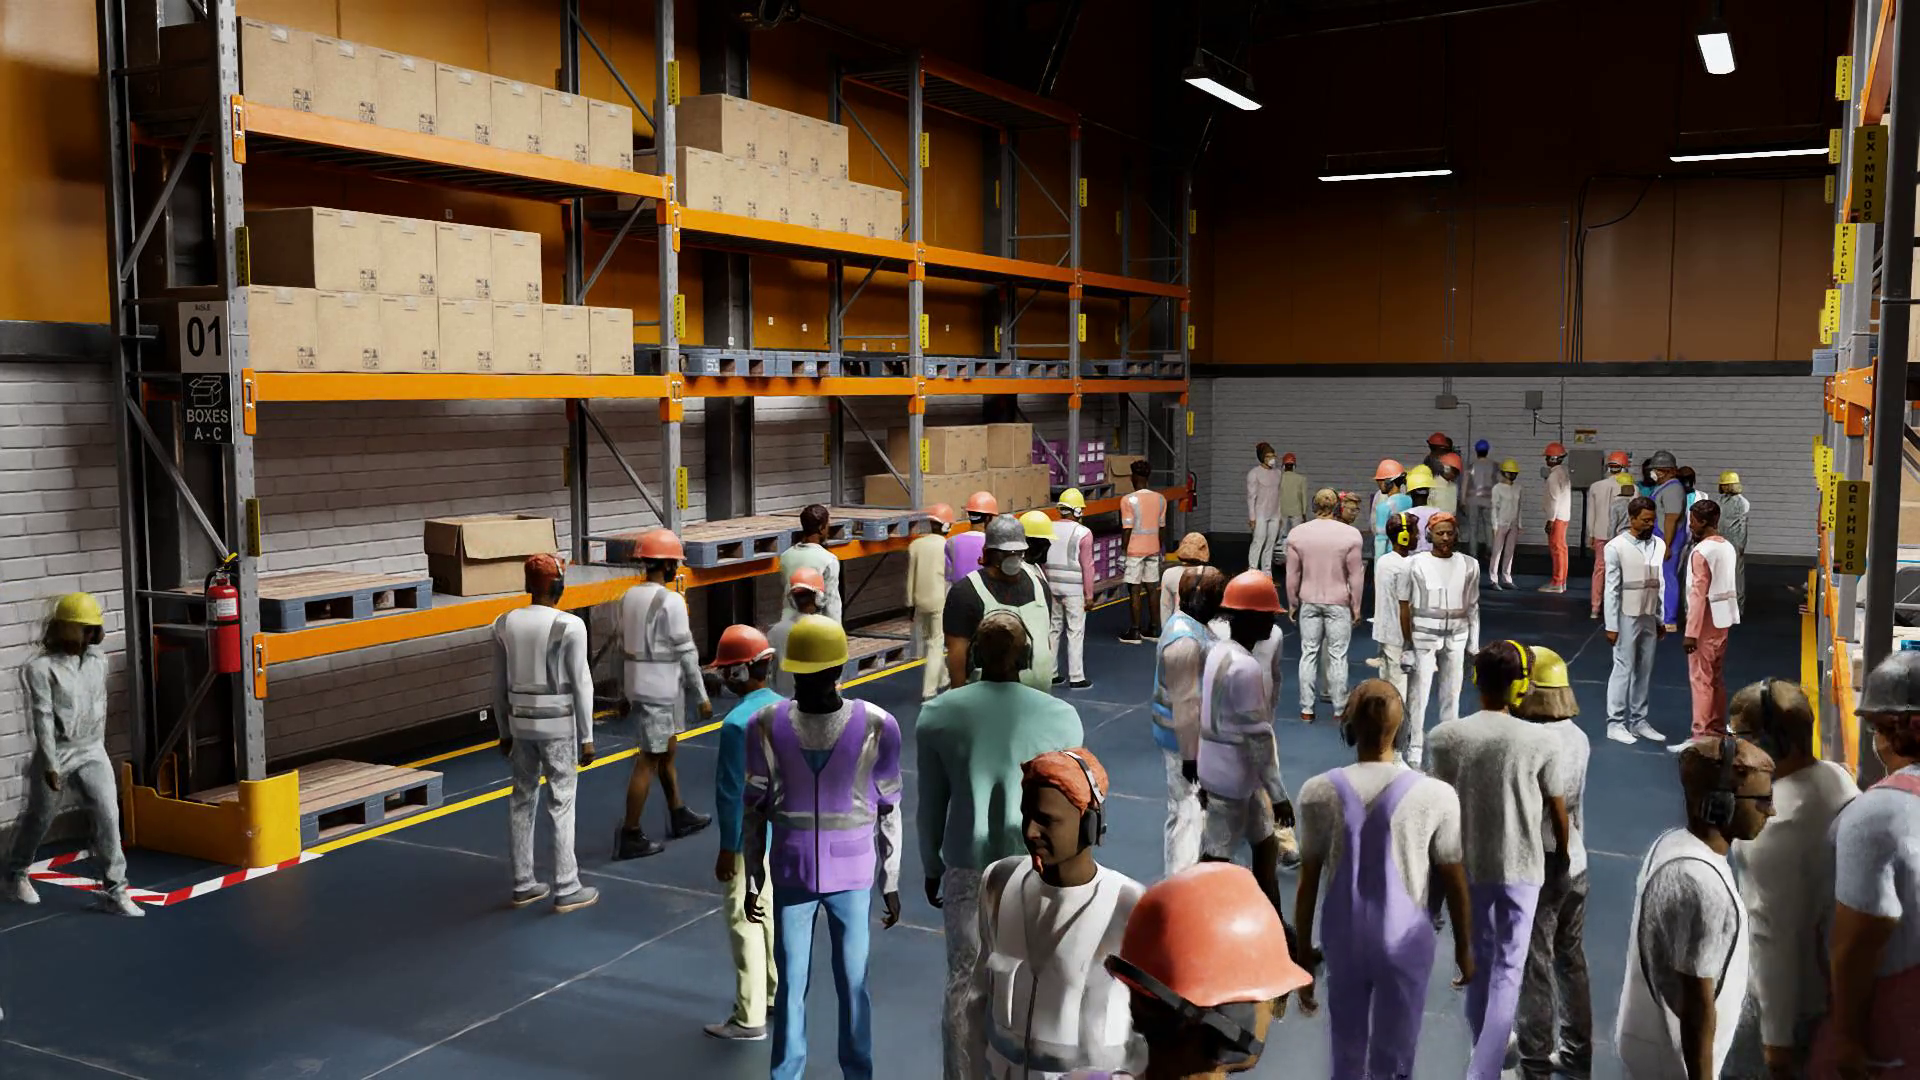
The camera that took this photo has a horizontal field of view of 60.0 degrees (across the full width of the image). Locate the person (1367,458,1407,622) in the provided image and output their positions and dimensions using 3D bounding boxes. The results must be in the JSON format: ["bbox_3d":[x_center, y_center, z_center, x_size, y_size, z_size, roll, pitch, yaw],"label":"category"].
[{"bbox_3d":[4.947,0.010,19.274,0.407,1.910,0.639,4,7,37],"label":"person"}]

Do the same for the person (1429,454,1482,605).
[{"bbox_3d":[5.859,-0.078,20.183,0.692,1.910,1.038,-3,6,-33],"label":"person"}]

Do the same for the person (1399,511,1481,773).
[{"bbox_3d":[3.348,0.738,11.588,0.611,1.884,0.351,0,5,-4],"label":"person"}]

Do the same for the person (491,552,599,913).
[{"bbox_3d":[-2.176,1.002,8.723,0.584,1.883,0.337,2,6,21],"label":"person"}]

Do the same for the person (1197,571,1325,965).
[{"bbox_3d":[1.378,1.097,7.615,0.899,1.899,0.556,0,5,2],"label":"person"}]

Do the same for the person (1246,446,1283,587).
[{"bbox_3d":[4.146,-0.312,22.570,0.637,1.938,0.355,-4,7,-38],"label":"person"}]

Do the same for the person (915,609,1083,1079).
[{"bbox_3d":[0.147,1.220,6.163,0.629,1.931,0.378,1,5,11],"label":"person"}]

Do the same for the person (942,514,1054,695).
[{"bbox_3d":[0.275,0.862,9.406,0.689,2.000,0.538,-3,6,-29],"label":"person"}]

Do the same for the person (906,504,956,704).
[{"bbox_3d":[-0.126,0.543,14.526,0.578,1.716,0.767,4,7,37],"label":"person"}]

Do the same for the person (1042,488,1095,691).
[{"bbox_3d":[0.985,0.446,15.061,0.591,1.823,0.404,5,7,43],"label":"person"}]

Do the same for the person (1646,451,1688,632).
[{"bbox_3d":[7.870,0.001,18.669,0.535,2.000,0.683,2,6,16],"label":"person"}]

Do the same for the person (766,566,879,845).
[{"bbox_3d":[-0.820,1.010,9.543,0.584,1.705,0.858,4,7,37],"label":"person"}]

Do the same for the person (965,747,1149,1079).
[{"bbox_3d":[0.245,1.437,4.059,0.573,1.883,0.356,4,7,36],"label":"person"}]

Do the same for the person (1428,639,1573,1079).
[{"bbox_3d":[2.035,1.266,6.324,0.496,1.813,1.007,4,6,34],"label":"person"}]

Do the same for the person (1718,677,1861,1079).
[{"bbox_3d":[2.557,1.357,4.904,0.648,1.898,0.931,-4,7,-38],"label":"person"}]

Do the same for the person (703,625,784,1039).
[{"bbox_3d":[-0.899,1.227,7.094,0.351,1.738,0.575,2,6,16],"label":"person"}]

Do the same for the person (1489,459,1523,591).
[{"bbox_3d":[7.331,-0.197,22.259,0.531,1.767,0.328,-3,6,-27],"label":"person"}]

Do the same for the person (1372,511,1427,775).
[{"bbox_3d":[3.078,0.732,11.710,0.335,1.873,0.520,-1,5,-6],"label":"person"}]

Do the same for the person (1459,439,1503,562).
[{"bbox_3d":[8.003,-0.582,25.527,0.648,1.926,0.457,1,5,10],"label":"person"}]

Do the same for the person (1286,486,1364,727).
[{"bbox_3d":[2.947,0.537,13.442,0.627,1.941,0.374,3,6,26],"label":"person"}]

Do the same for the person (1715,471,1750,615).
[{"bbox_3d":[9.199,0.037,19.919,0.323,1.737,0.486,-2,6,-22],"label":"person"}]

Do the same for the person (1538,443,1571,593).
[{"bbox_3d":[7.909,-0.297,22.111,0.394,1.994,0.612,4,6,34],"label":"person"}]

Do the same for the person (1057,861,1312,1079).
[{"bbox_3d":[0.442,1.501,2.692,0.995,2.002,0.643,-4,7,-36],"label":"person"}]

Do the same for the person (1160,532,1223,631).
[{"bbox_3d":[1.775,0.756,12.709,0.509,1.632,0.269,3,6,32],"label":"person"}]

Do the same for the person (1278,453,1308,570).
[{"bbox_3d":[4.885,-0.420,24.718,0.563,1.753,0.327,0,5,3],"label":"person"}]

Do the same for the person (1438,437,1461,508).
[{"bbox_3d":[7.713,-0.681,26.548,0.362,1.938,0.631,-4,7,-37],"label":"person"}]

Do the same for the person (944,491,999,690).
[{"bbox_3d":[0.143,0.582,13.066,0.548,1.924,0.387,3,6,27],"label":"person"}]

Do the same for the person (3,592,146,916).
[{"bbox_3d":[-4.681,1.108,8.688,0.907,1.696,0.473,3,6,27],"label":"person"}]

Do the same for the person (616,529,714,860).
[{"bbox_3d":[-1.708,0.892,9.841,0.887,1.901,0.570,-5,7,-42],"label":"person"}]

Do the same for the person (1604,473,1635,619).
[{"bbox_3d":[7.747,0.086,19.396,0.487,1.738,0.321,-1,5,-12],"label":"person"}]

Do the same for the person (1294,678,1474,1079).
[{"bbox_3d":[1.396,1.349,5.474,0.537,1.793,0.967,3,6,26],"label":"person"}]

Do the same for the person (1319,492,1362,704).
[{"bbox_3d":[3.270,0.496,14.412,0.391,1.836,0.567,2,6,20],"label":"person"}]

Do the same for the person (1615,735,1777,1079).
[{"bbox_3d":[1.959,1.429,4.501,0.446,1.825,0.545,2,6,18],"label":"person"}]

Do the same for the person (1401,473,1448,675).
[{"bbox_3d":[4.368,0.327,15.823,0.585,1.917,0.381,-2,6,-19],"label":"person"}]

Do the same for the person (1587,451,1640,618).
[{"bbox_3d":[7.678,-0.049,19.509,0.618,1.986,0.408,5,7,43],"label":"person"}]

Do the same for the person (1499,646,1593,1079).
[{"bbox_3d":[2.269,1.283,6.525,0.485,1.735,0.358,-4,7,-36],"label":"person"}]

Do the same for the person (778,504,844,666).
[{"bbox_3d":[-1.069,0.703,11.816,0.386,1.911,0.592,-5,7,-44],"label":"person"}]

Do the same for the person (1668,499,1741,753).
[{"bbox_3d":[5.592,0.651,12.412,0.398,1.908,0.599,5,7,43],"label":"person"}]

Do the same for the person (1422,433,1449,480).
[{"bbox_3d":[7.253,-0.621,25.422,0.407,2.035,0.611,3,6,26],"label":"person"}]

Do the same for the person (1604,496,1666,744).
[{"bbox_3d":[5.202,0.610,12.839,0.599,1.909,0.401,-3,6,-28],"label":"person"}]

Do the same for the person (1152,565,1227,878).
[{"bbox_3d":[1.210,1.043,8.549,0.429,1.838,0.625,1,5,14],"label":"person"}]

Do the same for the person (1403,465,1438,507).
[{"bbox_3d":[4.960,0.154,17.749,0.601,1.895,0.807,-3,6,-30],"label":"person"}]

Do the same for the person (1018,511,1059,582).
[{"bbox_3d":[0.464,0.762,11.153,0.389,1.919,0.589,2,6,18],"label":"person"}]

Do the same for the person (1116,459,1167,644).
[{"bbox_3d":[1.926,0.122,17.755,0.617,1.964,0.361,-4,7,-35],"label":"person"}]

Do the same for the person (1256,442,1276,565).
[{"bbox_3d":[4.673,-0.558,25.508,0.353,1.886,0.572,2,6,23],"label":"person"}]

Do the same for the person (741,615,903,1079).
[{"bbox_3d":[-0.509,1.225,6.110,0.594,1.923,0.371,0,5,3],"label":"person"}]

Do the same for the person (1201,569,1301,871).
[{"bbox_3d":[1.642,1.022,9.406,0.586,1.703,0.893,-2,6,-21],"label":"person"}]

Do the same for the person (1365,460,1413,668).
[{"bbox_3d":[4.190,0.238,16.176,0.606,2.035,0.403,-5,7,-43],"label":"person"}]
